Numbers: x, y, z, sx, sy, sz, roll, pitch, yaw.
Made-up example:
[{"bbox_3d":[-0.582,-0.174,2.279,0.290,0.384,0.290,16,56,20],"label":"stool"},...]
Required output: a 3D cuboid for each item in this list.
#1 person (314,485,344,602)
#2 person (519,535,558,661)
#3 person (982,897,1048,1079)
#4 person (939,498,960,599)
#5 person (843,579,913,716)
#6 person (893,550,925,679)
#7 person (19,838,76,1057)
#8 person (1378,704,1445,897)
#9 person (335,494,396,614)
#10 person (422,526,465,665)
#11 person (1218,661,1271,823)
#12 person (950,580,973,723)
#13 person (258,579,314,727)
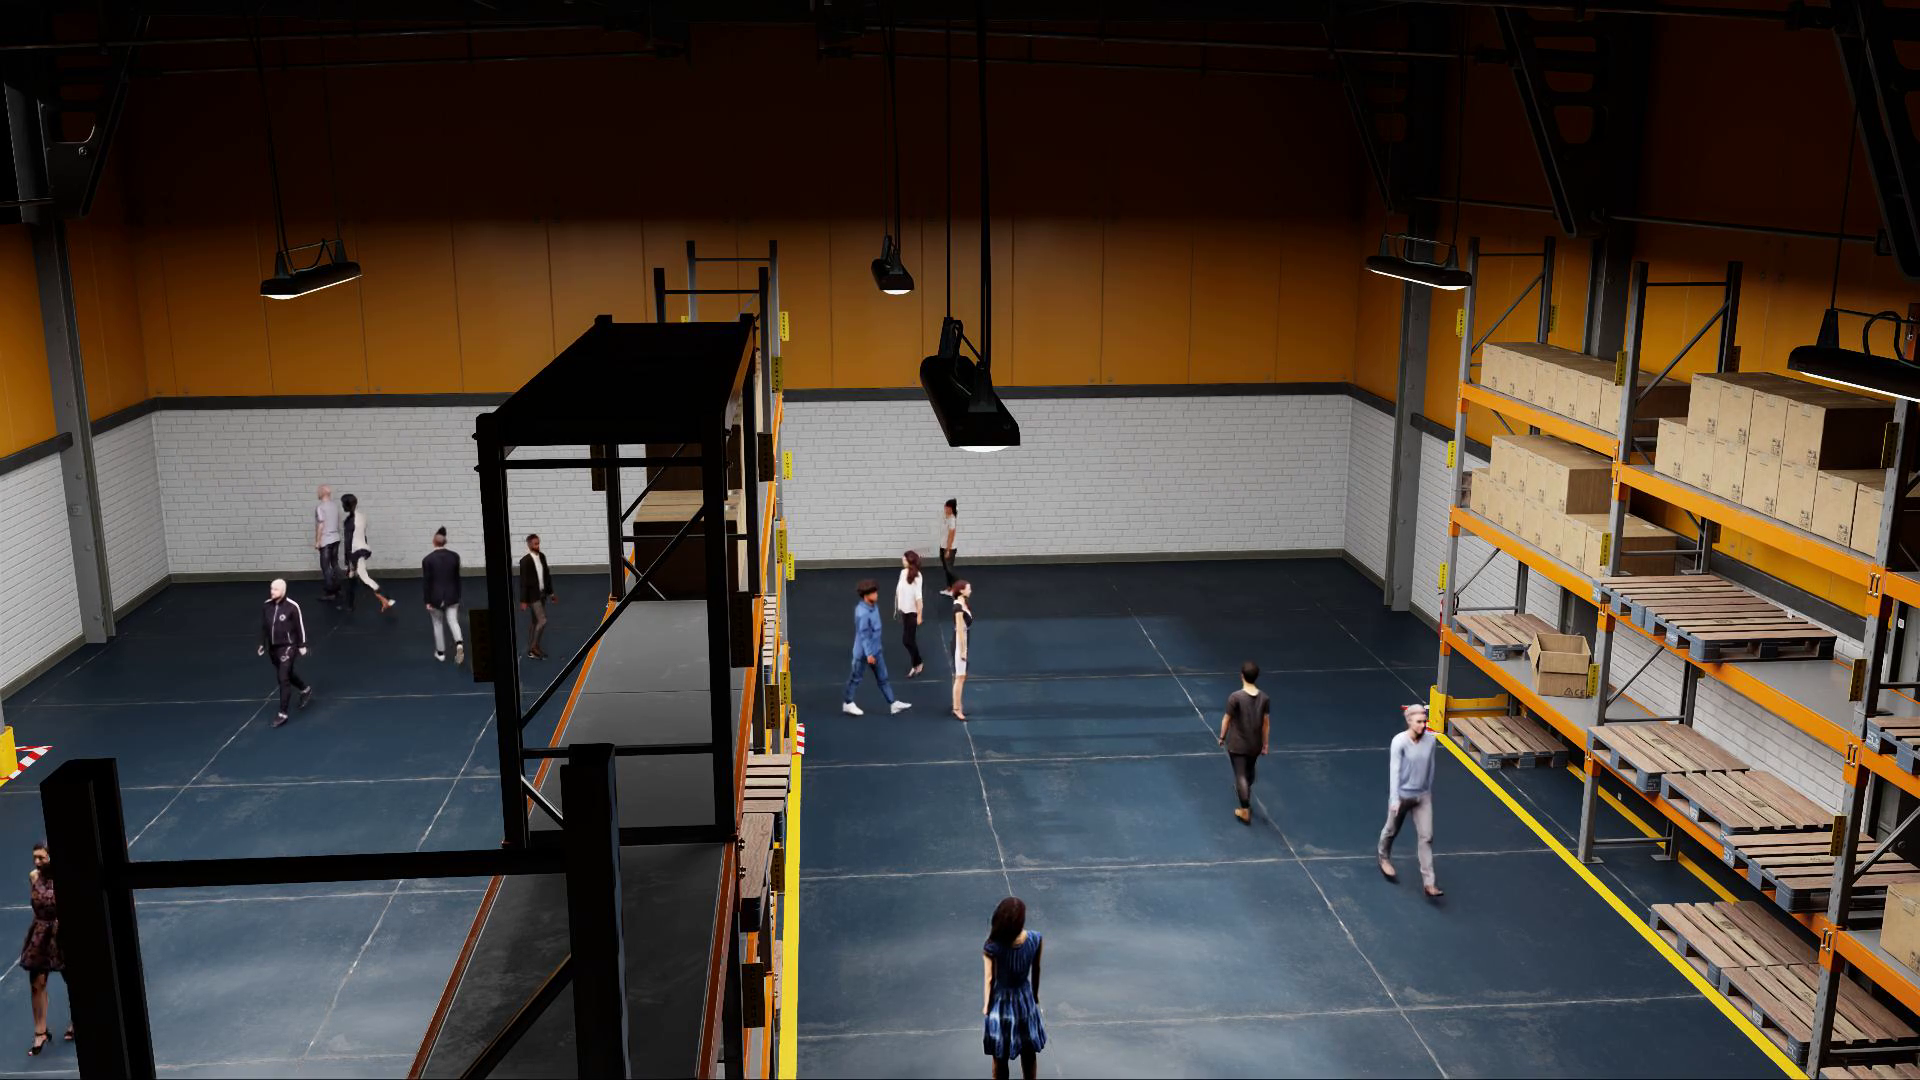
[{"bbox_3d":[-9.964,0.029,26.219,0.804,1.833,0.638,4,14,15],"label":"person"},{"bbox_3d":[-5.999,0.794,23.155,0.839,1.787,0.716,4,14,15],"label":"person"},{"bbox_3d":[0.377,3.449,12.156,0.742,1.805,0.707,-7,15,-27],"label":"person"},{"bbox_3d":[-0.185,0.110,26.356,0.779,1.611,0.545,0,14,2],"label":"person"},{"bbox_3d":[-1.235,1.370,20.819,1.101,1.767,1.188,6,15,23],"label":"person"},{"bbox_3d":[-0.578,0.996,22.326,0.772,1.784,0.666,-8,16,-31],"label":"person"},{"bbox_3d":[-7.177,3.188,13.329,0.788,1.760,0.917,3,14,13],"label":"person"},{"bbox_3d":[4.298,2.471,16.112,0.823,1.843,1.267,-3,14,-13],"label":"person"},{"bbox_3d":[-9.068,0.249,25.274,0.859,1.849,1.195,1,14,2],"label":"person"},{"bbox_3d":[-7.057,0.791,22.875,0.995,1.926,1.197,-9,16,-33],"label":"person"},{"bbox_3d":[3.066,2.174,17.696,0.730,1.675,1.038,-3,14,-14],"label":"person"},{"bbox_3d":[0.005,1.366,20.774,0.651,1.796,0.439,-1,14,-2],"label":"person"},{"bbox_3d":[-8.400,1.357,20.809,0.995,1.797,1.318,4,14,17],"label":"person"}]
